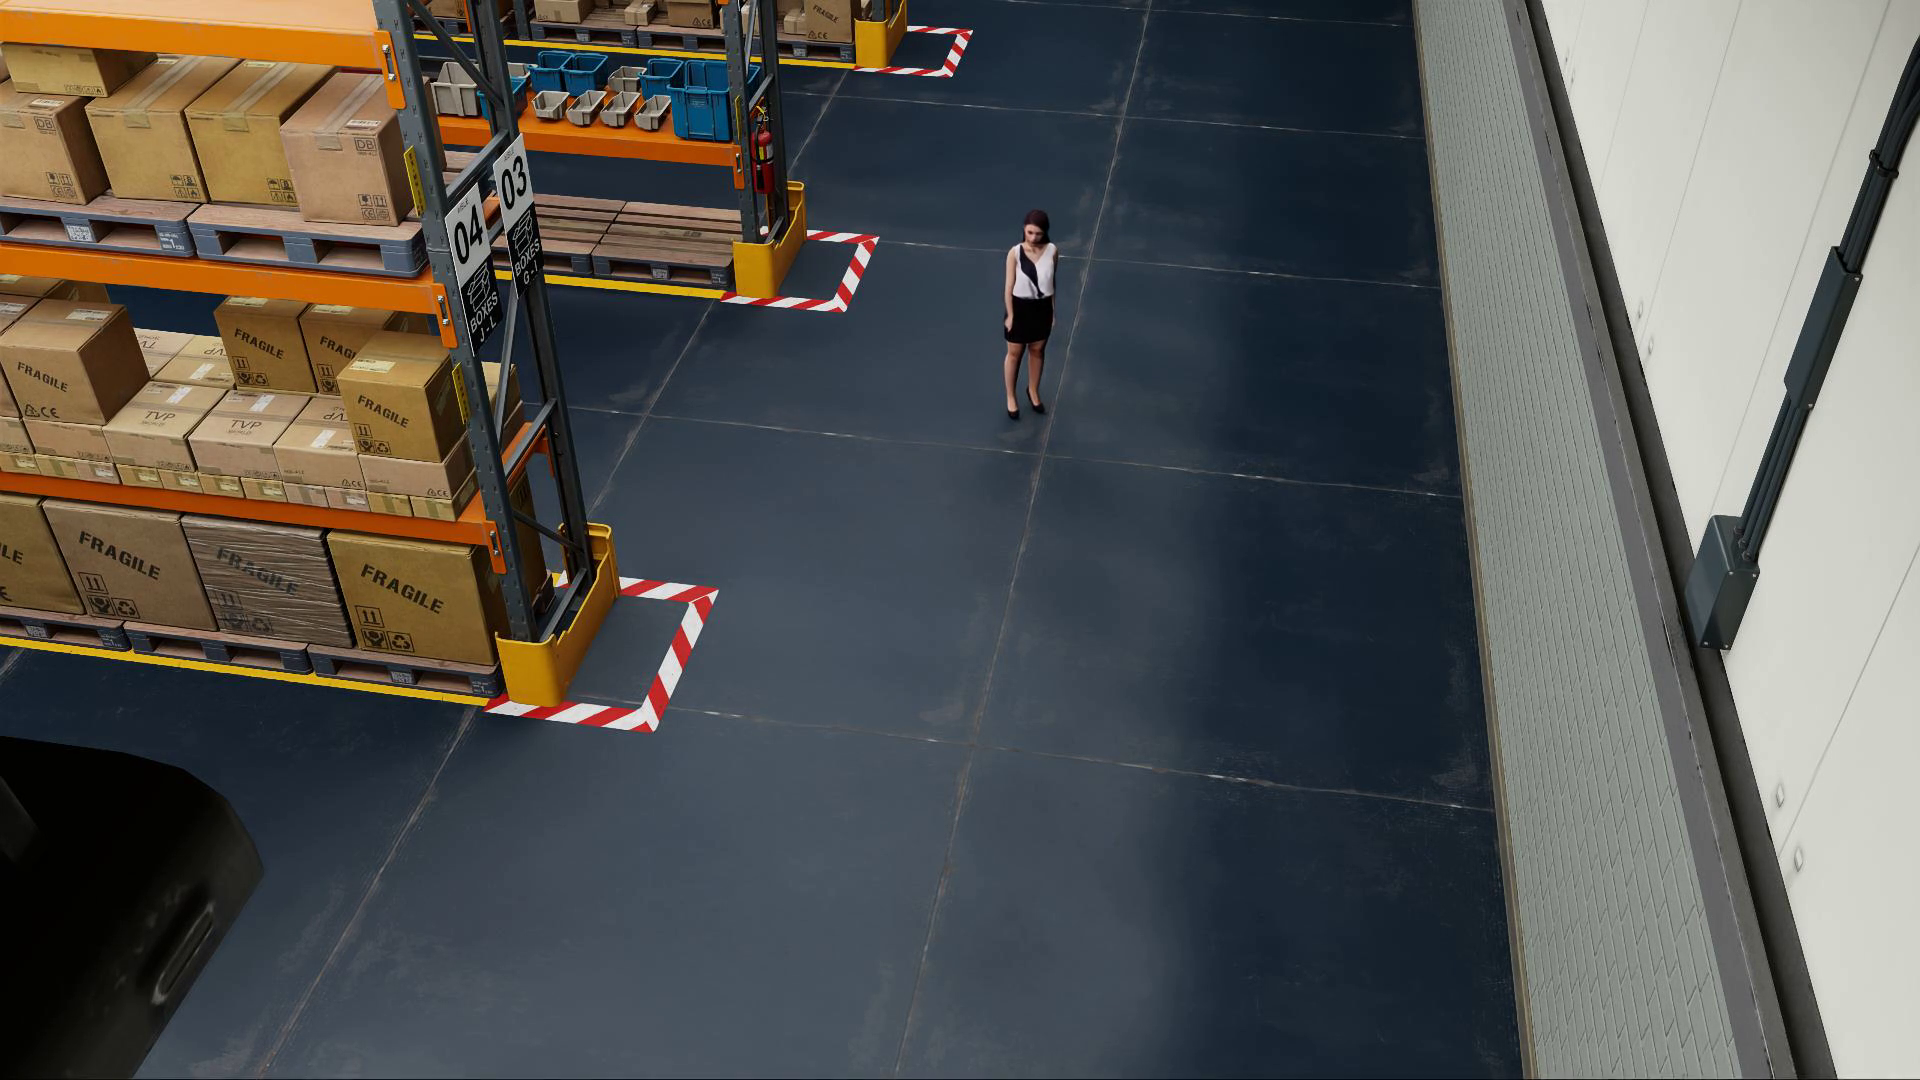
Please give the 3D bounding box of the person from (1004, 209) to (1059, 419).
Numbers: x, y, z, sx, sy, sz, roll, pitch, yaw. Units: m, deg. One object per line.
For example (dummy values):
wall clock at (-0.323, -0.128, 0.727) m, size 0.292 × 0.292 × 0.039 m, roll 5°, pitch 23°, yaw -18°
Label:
person at (0.507, -1.641, 12.033) m, size 0.591 × 1.649 × 0.691 m, roll -13°, pitch 40°, yaw -16°
